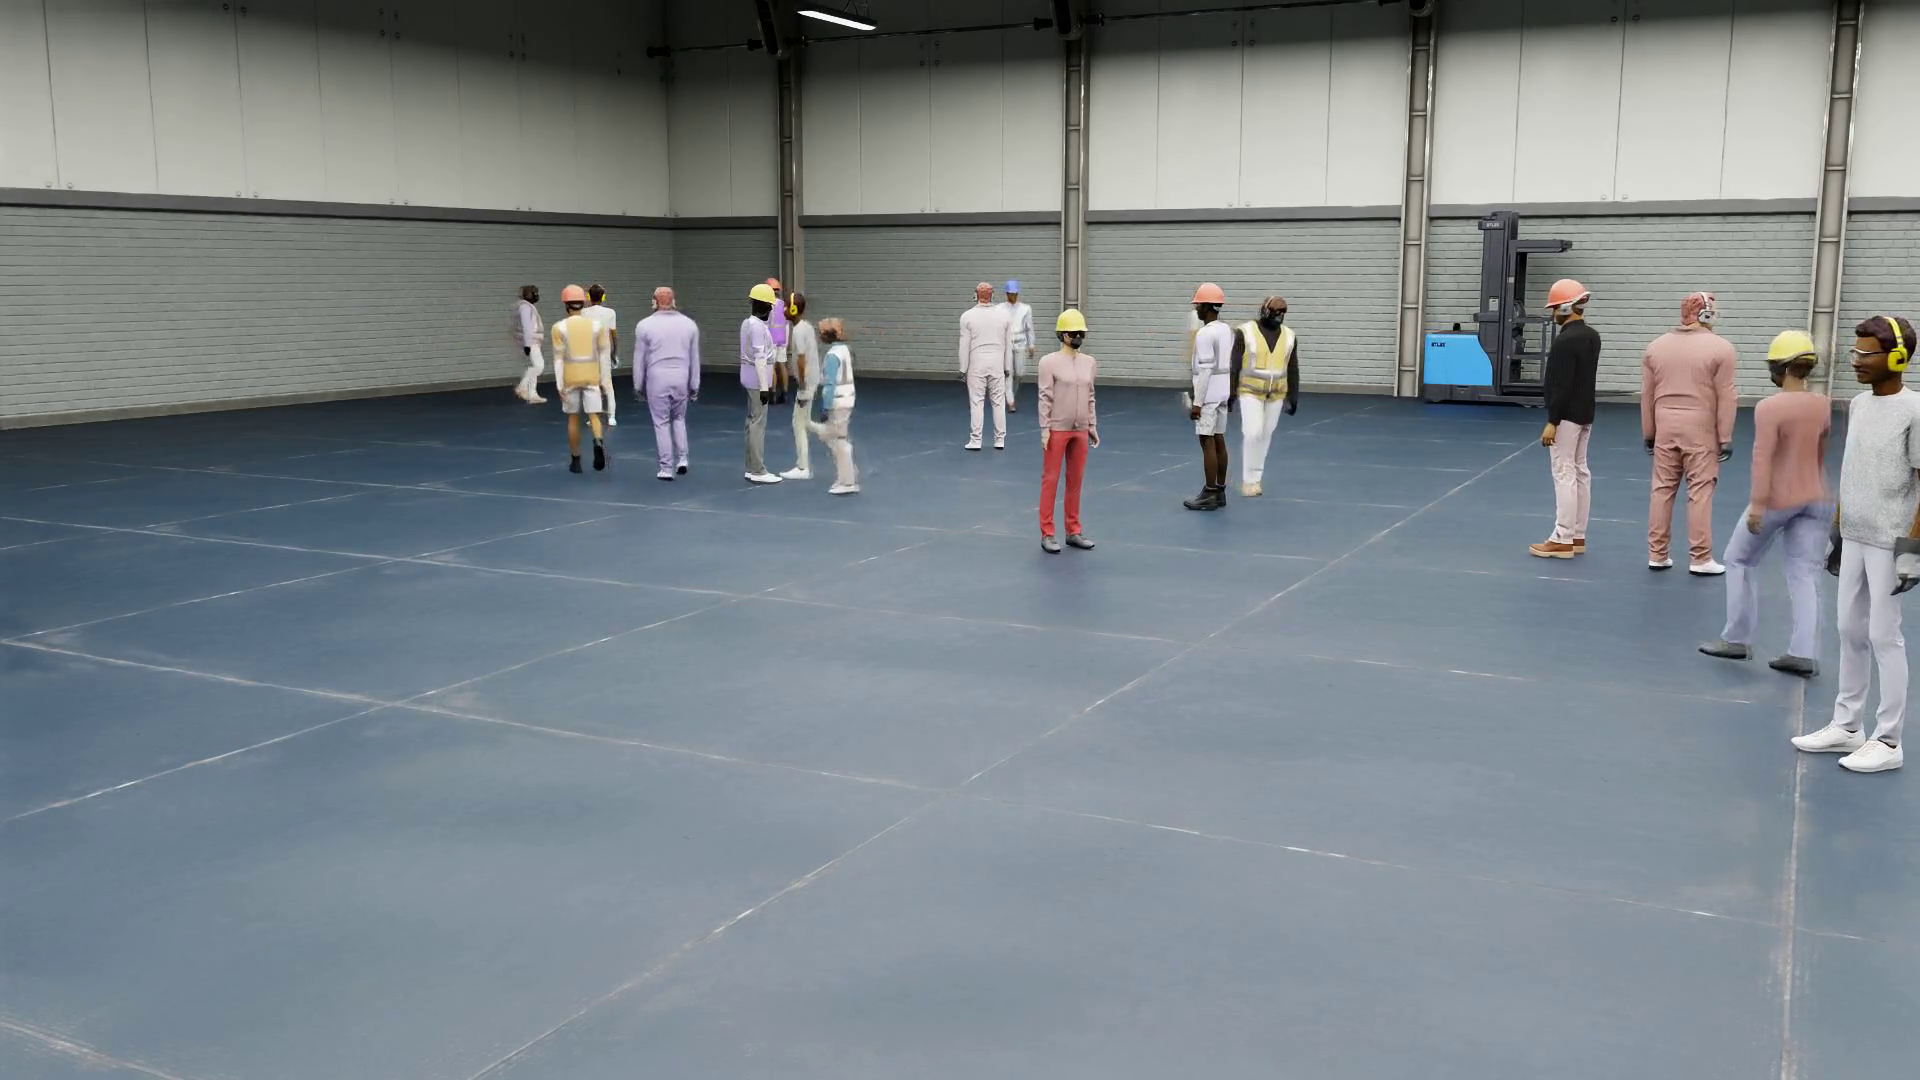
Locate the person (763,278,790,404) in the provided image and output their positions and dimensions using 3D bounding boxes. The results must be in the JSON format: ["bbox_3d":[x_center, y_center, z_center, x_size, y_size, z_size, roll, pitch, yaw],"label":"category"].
[{"bbox_3d":[-2.886,-3.079,25.731,0.378,1.932,0.551,8,12,42],"label":"person"}]

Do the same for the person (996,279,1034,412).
[{"bbox_3d":[0.755,-2.857,24.398,0.617,1.923,0.751,-1,9,-7],"label":"person"}]

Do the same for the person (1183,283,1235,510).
[{"bbox_3d":[2.143,-1.240,14.380,0.361,1.939,0.542,6,11,31],"label":"person"}]

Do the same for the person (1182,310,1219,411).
[{"bbox_3d":[3.400,-2.646,23.400,0.515,1.830,0.706,-8,12,-41],"label":"person"}]

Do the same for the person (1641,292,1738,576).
[{"bbox_3d":[4.961,-0.724,11.309,0.401,1.904,0.641,-7,12,-37],"label":"person"}]

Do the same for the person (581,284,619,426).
[{"bbox_3d":[-4.787,-2.442,22.010,0.532,1.868,0.310,-4,10,-21],"label":"person"}]

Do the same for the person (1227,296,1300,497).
[{"bbox_3d":[2.782,-1.292,15.080,0.649,1.813,0.708,-2,9,-12],"label":"person"}]

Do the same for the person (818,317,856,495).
[{"bbox_3d":[-1.132,-1.215,15.169,0.413,1.617,0.528,1,9,5],"label":"person"}]

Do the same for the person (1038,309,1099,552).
[{"bbox_3d":[0.802,-0.806,12.230,0.524,1.770,0.315,-6,11,-34],"label":"person"}]

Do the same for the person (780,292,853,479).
[{"bbox_3d":[-1.443,-1.531,16.490,0.637,1.845,0.538,1,9,4],"label":"person"}]

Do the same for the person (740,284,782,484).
[{"bbox_3d":[-1.944,-1.520,16.172,0.379,1.918,0.585,-3,10,-17],"label":"person"}]

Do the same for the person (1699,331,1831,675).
[{"bbox_3d":[4.178,-0.202,8.591,0.543,1.738,0.711,-4,10,-22],"label":"person"}]

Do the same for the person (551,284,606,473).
[{"bbox_3d":[-3.822,-1.618,16.783,0.558,1.918,0.765,-4,10,-22],"label":"person"}]

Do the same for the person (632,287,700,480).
[{"bbox_3d":[-2.917,-1.542,16.413,0.648,1.890,0.507,-6,11,-31],"label":"person"}]

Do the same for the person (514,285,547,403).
[{"bbox_3d":[-6.625,-3.021,25.694,0.443,1.829,0.653,-1,9,-8],"label":"person"}]

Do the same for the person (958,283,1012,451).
[{"bbox_3d":[0.280,-1.985,19.067,0.636,1.911,0.404,-3,10,-18],"label":"person"}]

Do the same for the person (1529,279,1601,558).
[{"bbox_3d":[4.366,-0.875,11.983,0.393,1.986,0.610,8,12,41],"label":"person"}]

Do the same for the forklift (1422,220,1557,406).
[{"bbox_3d":[8.245,-3.527,25.720,1.873,2.768,1.129,5,10,27],"label":"forklift"}]

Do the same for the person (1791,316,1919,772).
[{"bbox_3d":[3.767,0.013,6.873,0.313,1.866,0.539,-1,9,-7],"label":"person"}]
